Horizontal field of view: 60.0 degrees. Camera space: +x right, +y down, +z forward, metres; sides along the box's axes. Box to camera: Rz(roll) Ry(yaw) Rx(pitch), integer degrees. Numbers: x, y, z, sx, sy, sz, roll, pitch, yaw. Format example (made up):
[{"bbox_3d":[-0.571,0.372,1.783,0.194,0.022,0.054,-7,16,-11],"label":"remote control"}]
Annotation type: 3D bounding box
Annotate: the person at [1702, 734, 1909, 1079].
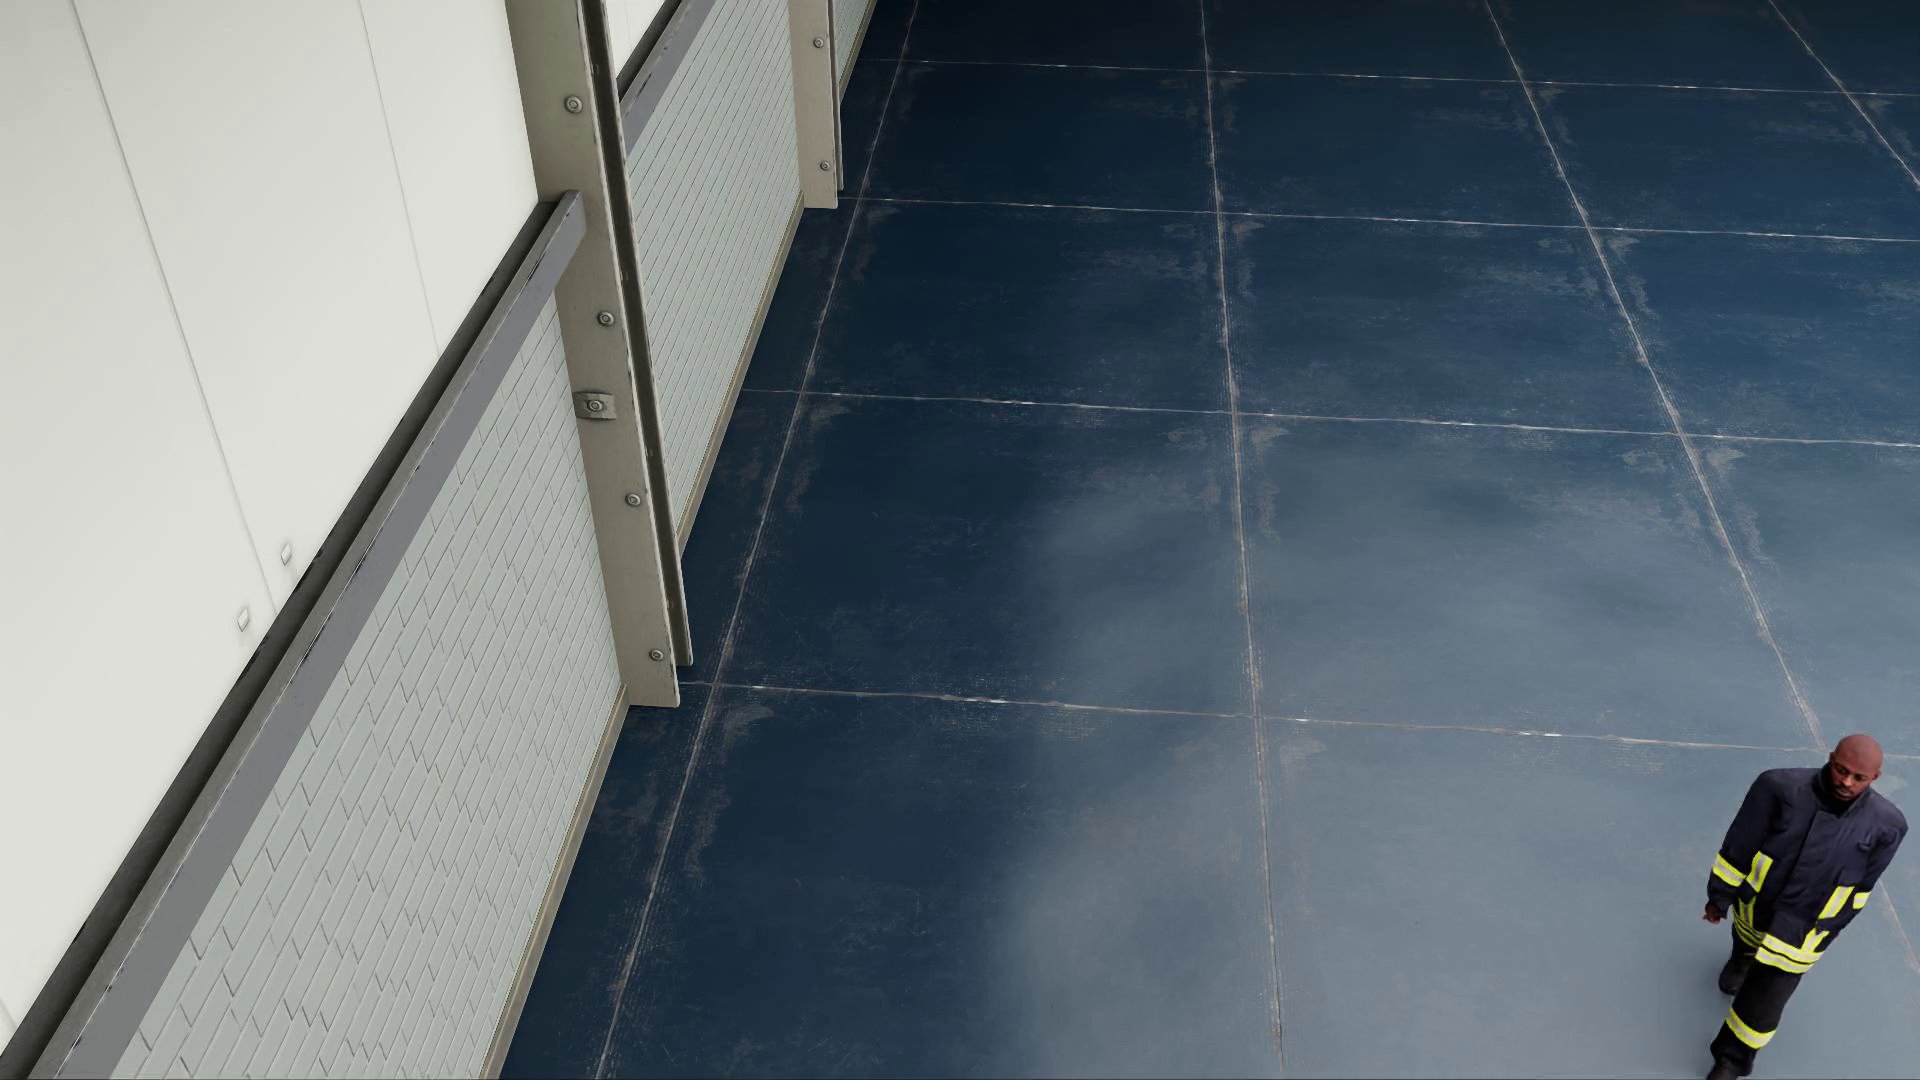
[{"bbox_3d":[3.513,1.428,7.044,1.125,1.781,1.315,23,44,27],"label":"person"}]
